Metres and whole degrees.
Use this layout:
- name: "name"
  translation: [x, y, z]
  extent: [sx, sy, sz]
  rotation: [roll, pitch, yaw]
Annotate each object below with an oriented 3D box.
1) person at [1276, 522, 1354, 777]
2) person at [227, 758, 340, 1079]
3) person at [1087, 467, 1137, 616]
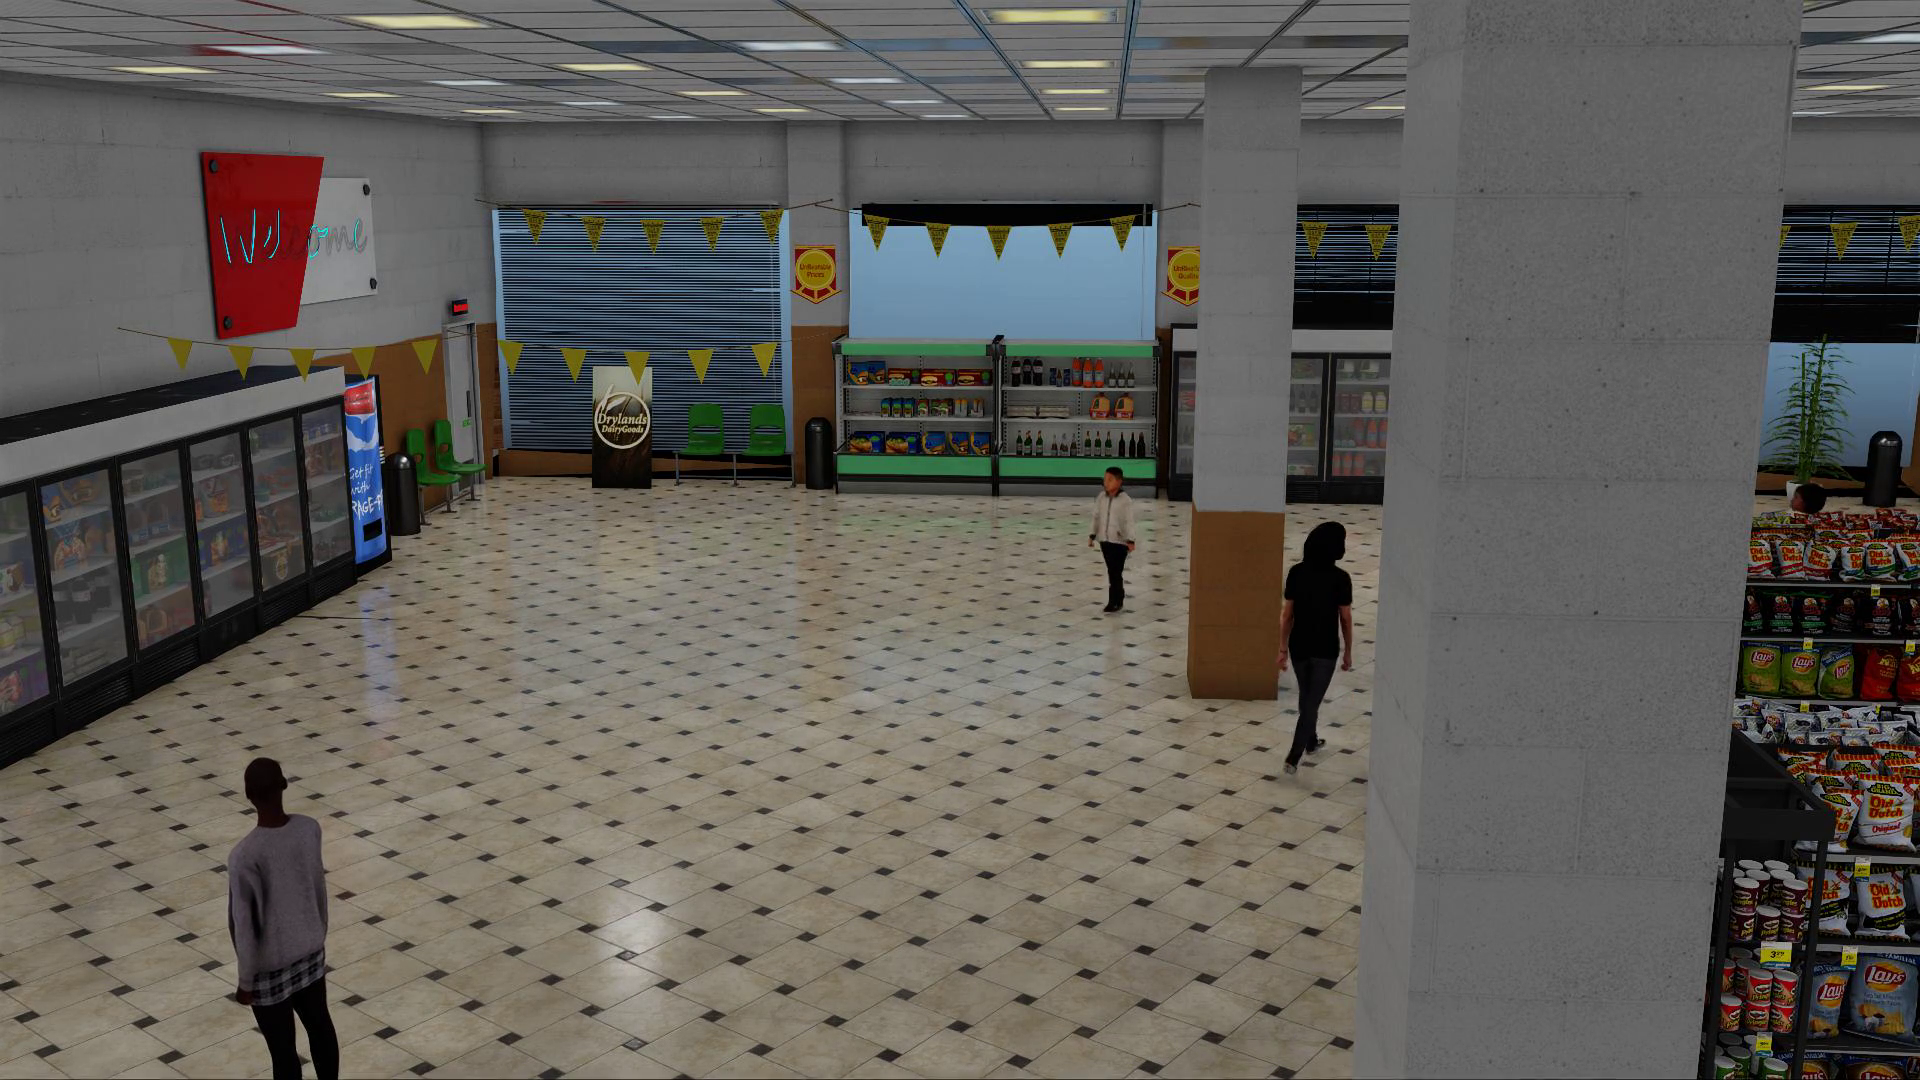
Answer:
- name: "person"
  translation: [2.468, 0.792, 11.692]
  extent: [1.195, 1.784, 1.028]
  rotation: [6, 13, 26]
- name: "person"
  translation: [-2.864, 1.768, 7.086]
  extent: [0.666, 1.772, 0.685]
  rotation: [6, 13, 26]
- name: "person"
  translation: [1.563, -0.006, 16.315]
  extent: [0.801, 1.441, 0.857]
  rotation: [10, 16, 41]
